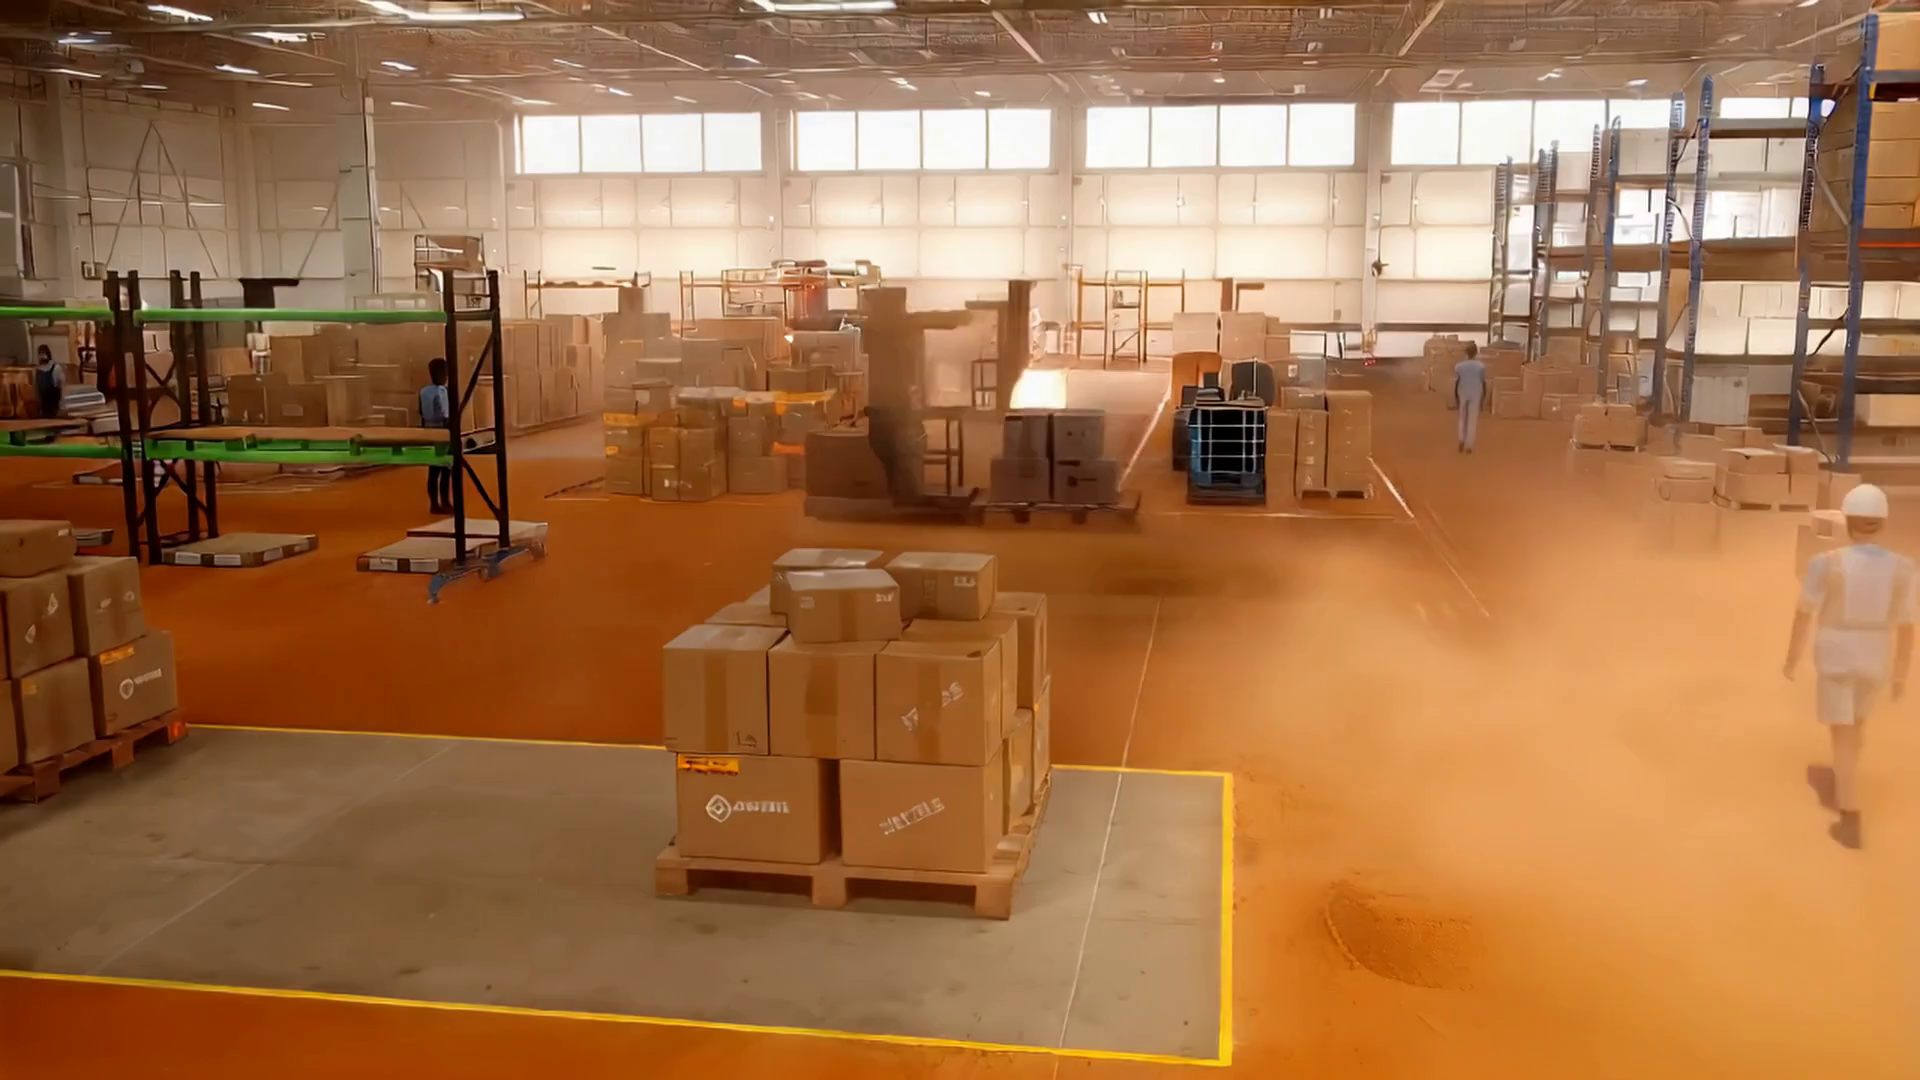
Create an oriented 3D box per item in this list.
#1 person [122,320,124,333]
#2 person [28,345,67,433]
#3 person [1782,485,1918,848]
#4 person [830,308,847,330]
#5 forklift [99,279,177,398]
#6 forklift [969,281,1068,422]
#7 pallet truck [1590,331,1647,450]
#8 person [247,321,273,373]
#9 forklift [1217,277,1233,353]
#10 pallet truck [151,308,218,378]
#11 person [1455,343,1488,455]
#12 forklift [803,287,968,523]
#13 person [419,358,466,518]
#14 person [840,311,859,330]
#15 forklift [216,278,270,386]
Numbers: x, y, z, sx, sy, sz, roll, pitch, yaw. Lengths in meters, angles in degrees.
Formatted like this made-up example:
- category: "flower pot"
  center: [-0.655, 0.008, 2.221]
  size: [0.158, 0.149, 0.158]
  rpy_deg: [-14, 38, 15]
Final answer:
- category: "person"
  center: [-24.841, -5.806, 49.587]
  size: [0.520, 1.629, 0.367]
  rpy_deg: [-5, 11, -30]
- category: "person"
  center: [-15.014, -2.289, 27.319]
  size: [0.506, 1.800, 0.957]
  rpy_deg: [2, 9, 12]
- category: "person"
  center: [4.809, 0.638, 9.035]
  size: [0.549, 1.883, 0.985]
  rpy_deg: [1, 9, 5]
- category: "person"
  center: [-3.514, -5.862, 49.033]
  size: [0.655, 1.917, 0.572]
  rpy_deg: [0, 9, 1]
- category: "forklift"
  center: [-19.606, -4.720, 39.027]
  size: [1.873, 2.768, 1.129]
  rpy_deg: [1, 9, 9]
- category: "forklift"
  center: [1.194, -3.753, 33.059]
  size: [1.873, 2.768, 1.129]
  rpy_deg: [1, 9, 9]
- category: "pallet truck"
  center: [11.253, -2.573, 28.499]
  size: [0.823, 1.965, 1.885]
  rpy_deg: [5, 10, 27]
- category: "person"
  center: [-16.229, -4.154, 38.680]
  size: [0.612, 1.852, 0.853]
  rpy_deg: [-4, 10, -23]
- category: "forklift"
  center: [7.728, -6.237, 48.378]
  size: [1.873, 2.768, 1.129]
  rpy_deg: [1, 9, 9]
- category: "pallet truck"
  center: [-21.869, -5.598, 47.154]
  size: [0.823, 1.965, 1.885]
  rpy_deg: [4, 10, 26]
- category: "person"
  center: [8.480, -2.340, 27.560]
  size: [0.522, 1.838, 0.852]
  rpy_deg: [4, 10, 21]
- category: "forklift"
  center: [-0.899, -1.666, 20.187]
  size: [1.873, 2.768, 1.129]
  rpy_deg: [1, 9, 9]
- category: "person"
  center: [-6.373, -1.246, 20.412]
  size: [0.612, 1.965, 0.362]
  rpy_deg: [8, 12, 41]
- category: "person"
  center: [-3.001, -5.224, 45.088]
  size: [0.540, 1.928, 0.397]
  rpy_deg: [-3, 10, -19]
- category: "forklift"
  center: [-18.112, -5.339, 42.845]
  size: [1.873, 2.768, 1.129]
  rpy_deg: [-2, 9, -10]
